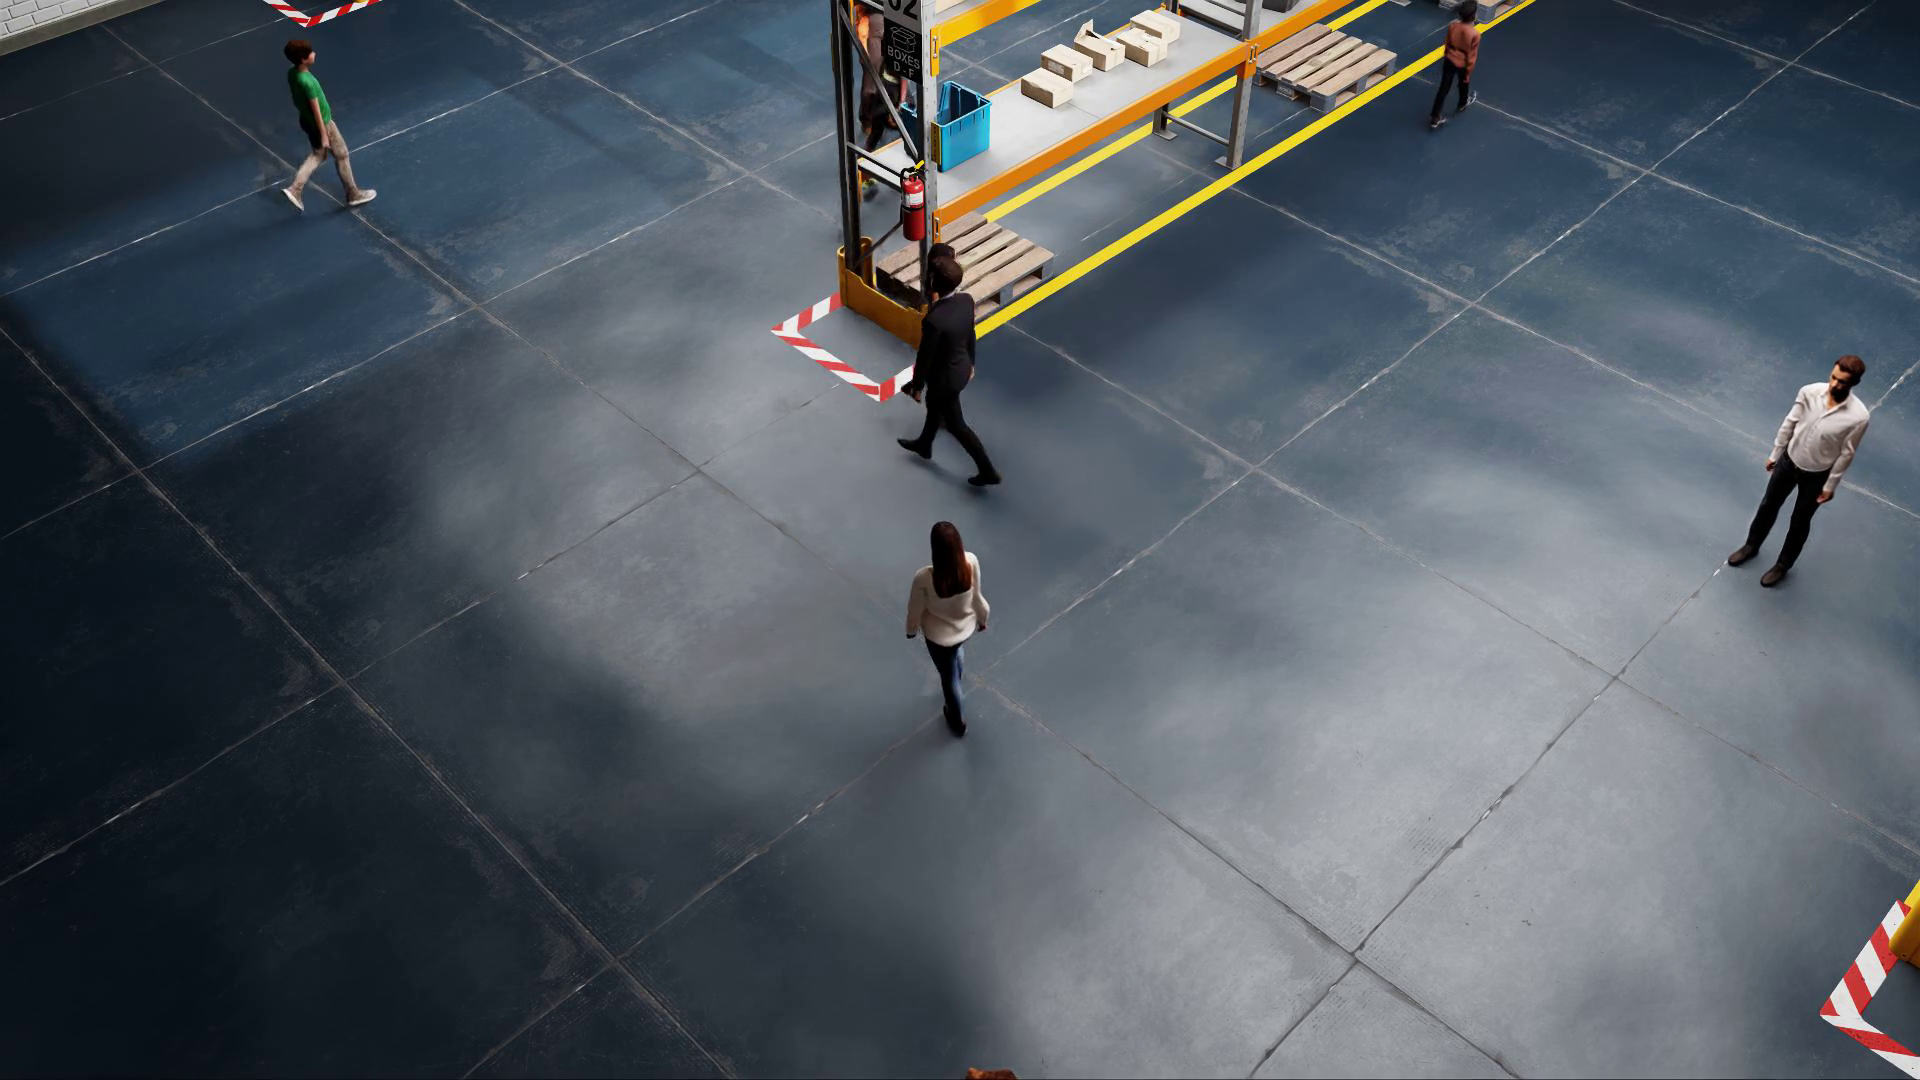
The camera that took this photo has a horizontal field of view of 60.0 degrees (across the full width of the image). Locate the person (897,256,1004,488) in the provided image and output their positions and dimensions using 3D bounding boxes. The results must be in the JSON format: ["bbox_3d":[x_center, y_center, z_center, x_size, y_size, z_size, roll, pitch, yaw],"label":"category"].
[{"bbox_3d":[-0.030,-1.150,11.874,0.972,1.864,1.209,21,47,20],"label":"person"}]

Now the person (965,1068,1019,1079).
[{"bbox_3d":[0.175,2.955,7.675,0.635,1.712,0.669,-28,50,-26],"label":"person"}]

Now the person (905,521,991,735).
[{"bbox_3d":[-0.025,0.589,10.185,0.747,1.675,0.813,-20,47,-19],"label":"person"}]

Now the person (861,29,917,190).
[{"bbox_3d":[-0.662,-3.930,14.910,0.568,1.701,1.157,33,53,30],"label":"person"}]

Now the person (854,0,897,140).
[{"bbox_3d":[-0.788,-4.708,15.576,0.768,1.908,0.565,30,51,27],"label":"person"}]

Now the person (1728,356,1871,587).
[{"bbox_3d":[5.689,-0.484,11.171,0.544,1.868,0.655,-31,51,-28],"label":"person"}]

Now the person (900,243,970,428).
[{"bbox_3d":[-0.219,-1.519,12.426,0.936,1.637,0.887,7,44,7],"label":"person"}]

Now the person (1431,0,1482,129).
[{"bbox_3d":[4.709,-4.517,15.873,0.546,1.221,0.867,33,53,30],"label":"person"}]

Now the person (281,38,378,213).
[{"bbox_3d":[-5.731,-3.621,14.638,1.037,1.629,0.664,-27,50,-26],"label":"person"}]
